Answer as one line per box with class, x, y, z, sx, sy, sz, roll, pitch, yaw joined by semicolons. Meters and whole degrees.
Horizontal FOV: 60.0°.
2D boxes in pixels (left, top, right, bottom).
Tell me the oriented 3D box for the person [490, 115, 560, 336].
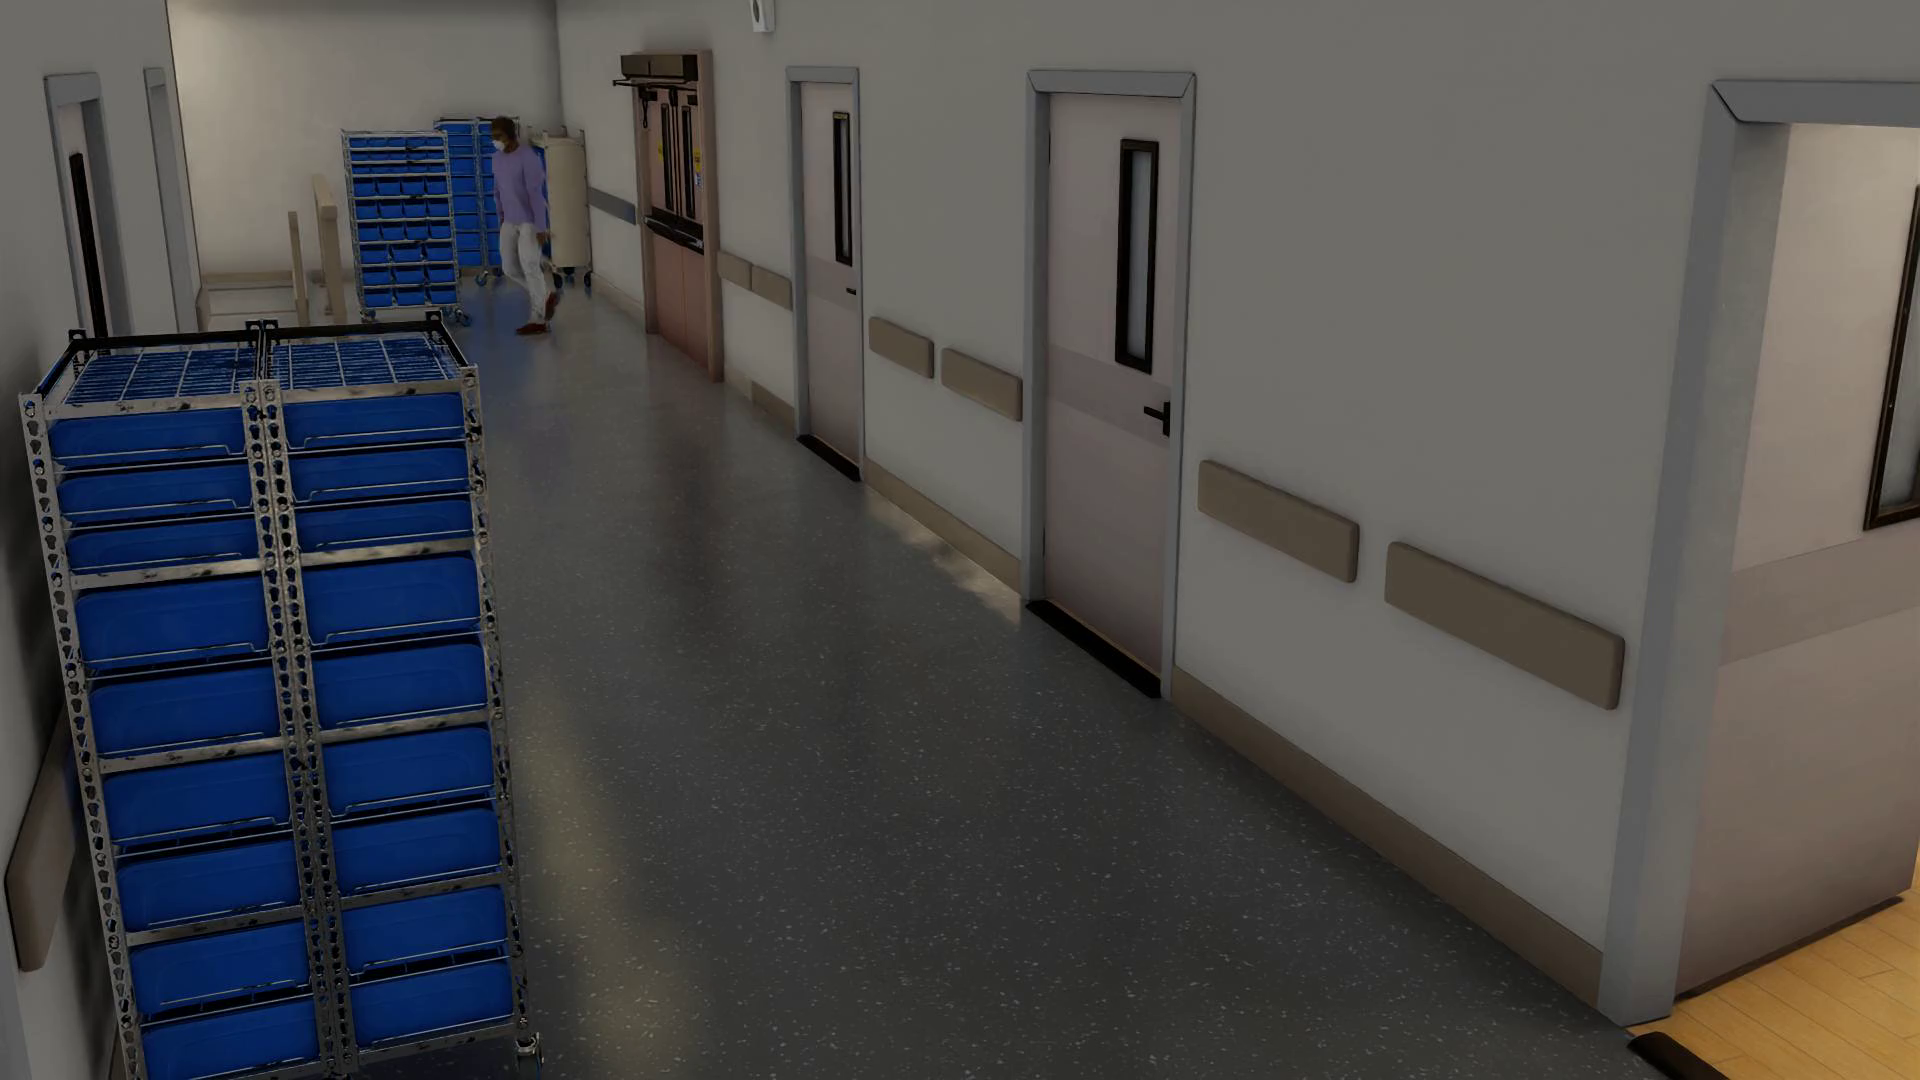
person;-3.826;-2.788;14.737;0.696;1.911;0.573;11;19;33
